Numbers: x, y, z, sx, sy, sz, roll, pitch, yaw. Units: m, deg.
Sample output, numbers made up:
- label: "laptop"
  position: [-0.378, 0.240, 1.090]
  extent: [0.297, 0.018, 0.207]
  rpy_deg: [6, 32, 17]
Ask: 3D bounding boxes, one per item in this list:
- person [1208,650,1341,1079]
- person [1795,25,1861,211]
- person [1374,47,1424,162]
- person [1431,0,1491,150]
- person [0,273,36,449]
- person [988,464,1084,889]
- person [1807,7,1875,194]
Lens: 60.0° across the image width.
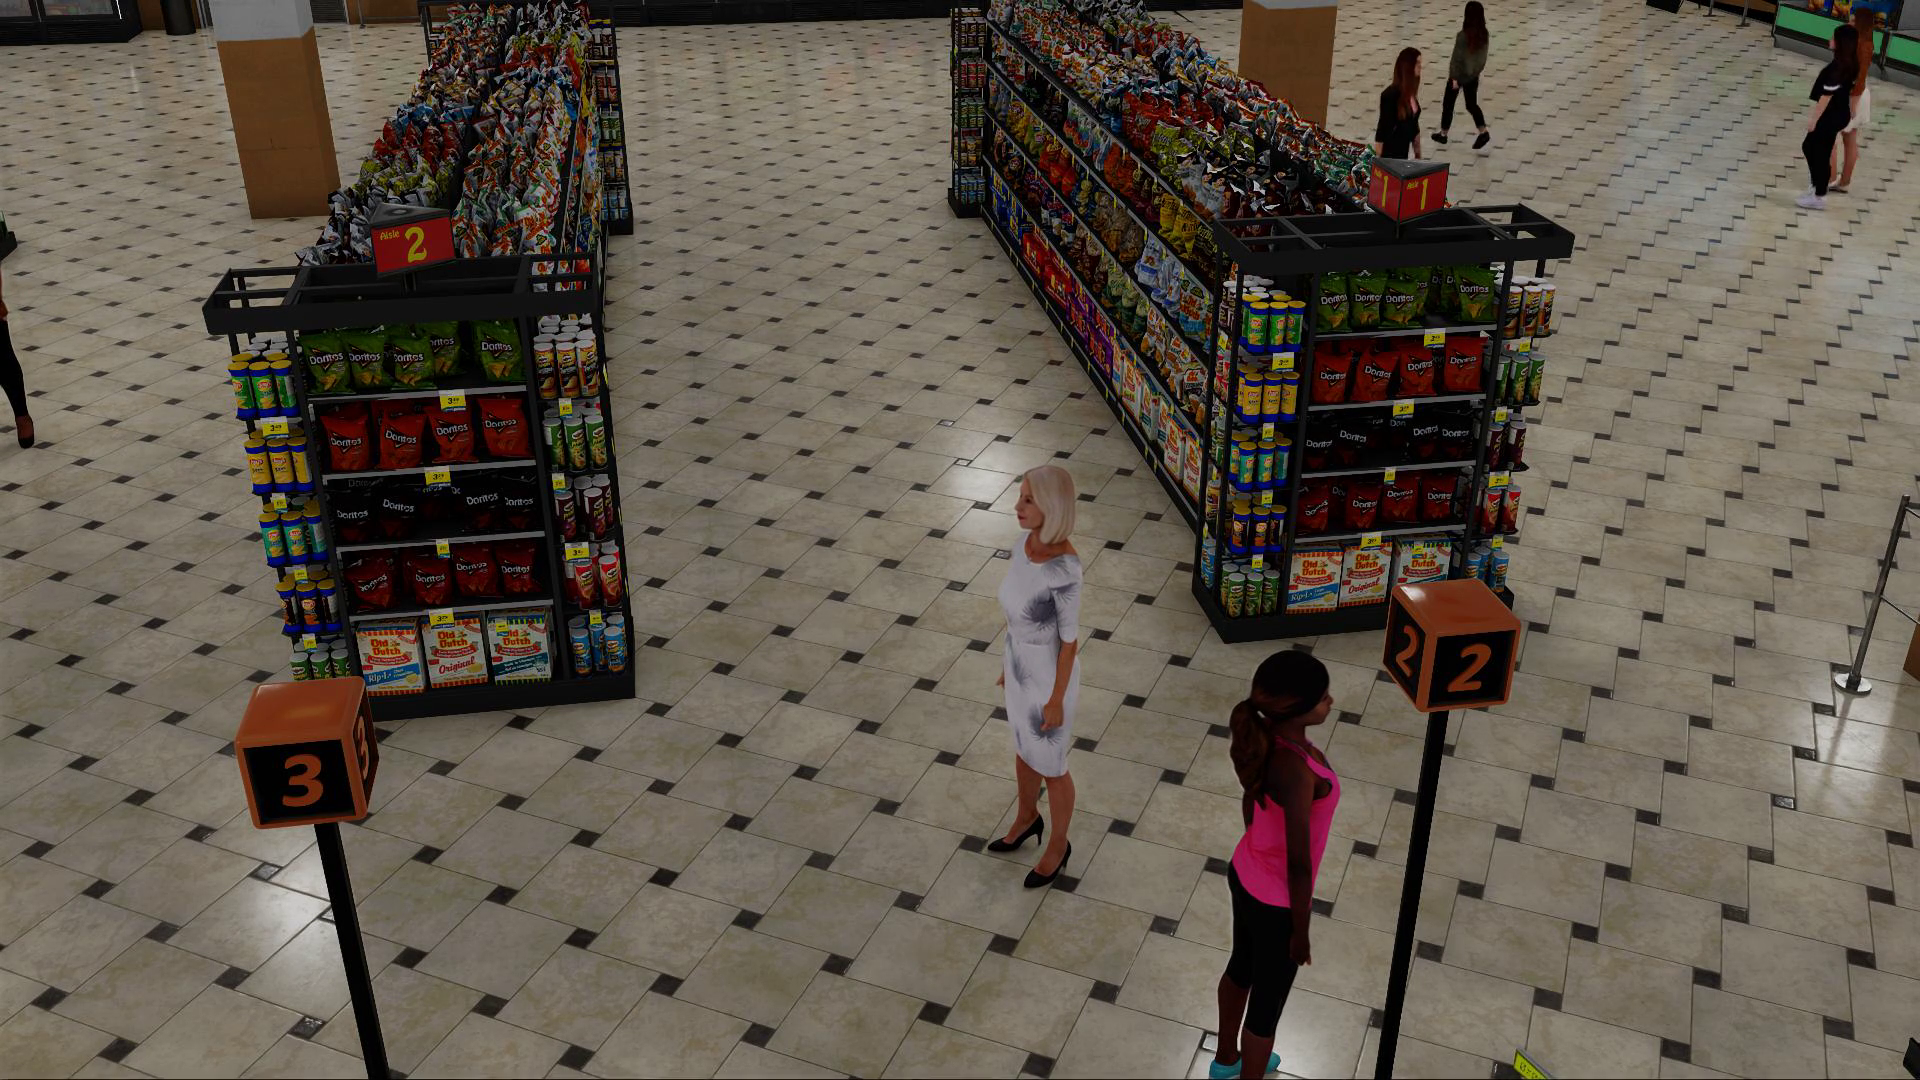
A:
- label: "person"
  position: [0.963, 1.092, 5.185]
  extent: [0.620, 1.723, 0.482]
  rpy_deg: [-4, 27, -7]
- label: "person"
  position: [7.831, -3.742, 14.821]
  extent: [0.758, 1.630, 0.718]
  rpy_deg: [23, 35, 38]
- label: "person"
  position: [3.465, -3.158, 13.593]
  extent: [0.888, 1.699, 0.824]
  rpy_deg: [20, 33, 34]
- label: "person"
  position: [5.189, -4.689, 16.887]
  extent: [0.748, 1.450, 1.050]
  rpy_deg: [-11, 29, -21]
- label: "person"
  position: [-5.997, -1.422, 10.012]
  extent: [0.660, 1.842, 0.616]
  rpy_deg: [-7, 28, -14]
- label: "person"
  position: [0.305, 0.513, 6.296]
  extent: [0.683, 1.752, 0.549]
  rpy_deg: [-15, 30, -26]
- label: "person"
  position: [8.287, -4.025, 15.304]
  extent: [0.837, 1.698, 0.759]
  rpy_deg: [17, 32, 31]
